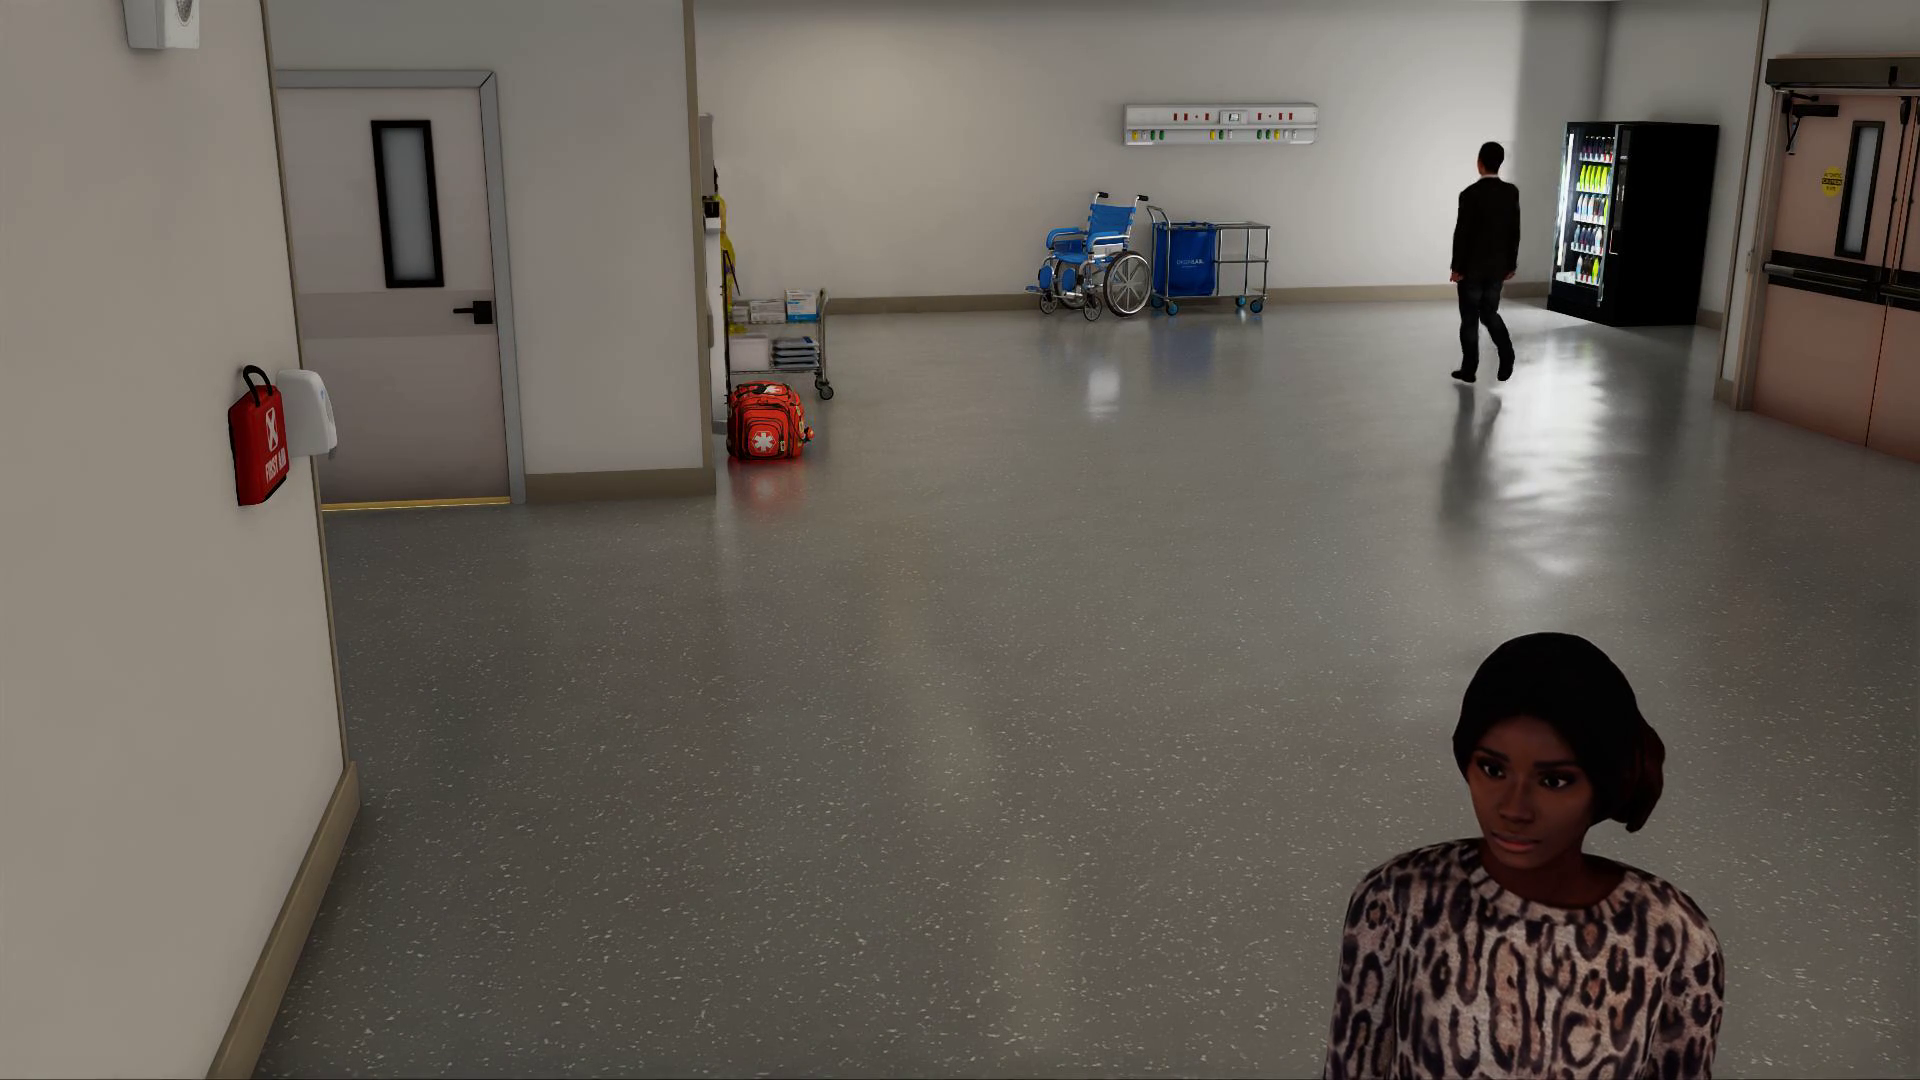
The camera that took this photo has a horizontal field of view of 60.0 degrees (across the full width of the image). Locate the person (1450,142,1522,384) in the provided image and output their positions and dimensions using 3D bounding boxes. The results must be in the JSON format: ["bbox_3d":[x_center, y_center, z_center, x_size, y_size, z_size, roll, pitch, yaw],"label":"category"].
[{"bbox_3d":[3.951,-2.035,12.395,0.746,1.791,0.926,-5,16,-16],"label":"person"}]

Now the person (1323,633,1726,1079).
[{"bbox_3d":[0.643,0.931,2.015,0.676,1.714,0.712,7,17,23],"label":"person"}]

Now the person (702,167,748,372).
[{"bbox_3d":[-1.872,-2.124,12.976,0.990,1.646,0.928,3,16,10],"label":"person"}]
